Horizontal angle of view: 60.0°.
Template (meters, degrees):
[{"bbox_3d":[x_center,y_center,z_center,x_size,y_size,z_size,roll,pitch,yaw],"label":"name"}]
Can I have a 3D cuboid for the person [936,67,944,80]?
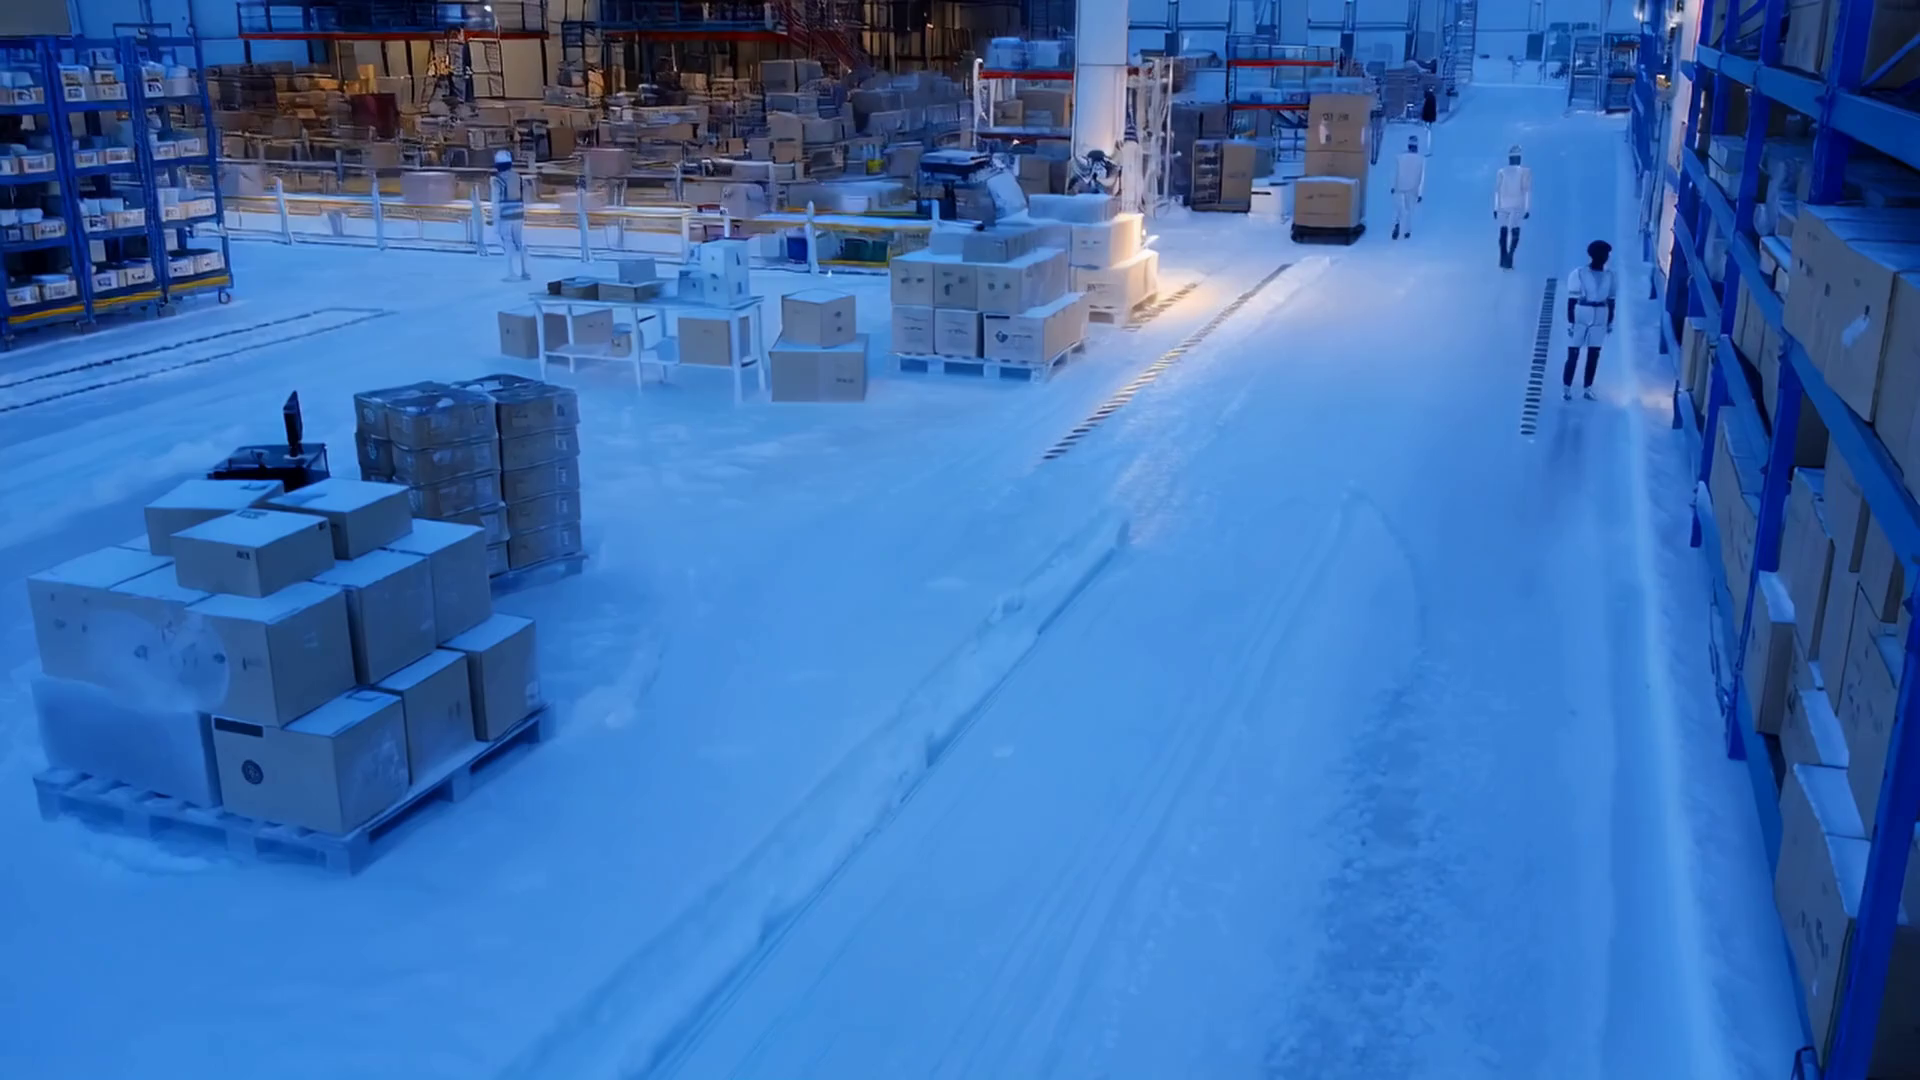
[{"bbox_3d":[-0.753,-16.326,60.936,0.367,1.966,0.607,-2,18,-6],"label":"person"}]

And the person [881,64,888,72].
[{"bbox_3d":[-3.309,-18.360,67.519,1.002,1.871,0.558,3,18,8],"label":"person"}]

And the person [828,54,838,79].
[{"bbox_3d":[-6.214,-22.862,81.609,0.572,1.883,0.355,10,20,28],"label":"person"}]

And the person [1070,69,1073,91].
[{"bbox_3d":[5.277,-20.896,75.540,0.825,1.824,0.519,2,18,5],"label":"person"}]

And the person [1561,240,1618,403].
[{"bbox_3d":[6.500,-2.252,17.169,0.533,1.689,0.333,-1,18,-3],"label":"person"}]

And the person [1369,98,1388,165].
[{"bbox_3d":[11.051,-10.845,44.111,0.521,1.726,0.901,7,19,21],"label":"person"}]

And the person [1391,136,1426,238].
[{"bbox_3d":[7.946,-6.255,29.557,0.602,1.811,0.763,7,19,20],"label":"person"}]

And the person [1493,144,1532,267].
[{"bbox_3d":[8.667,-5.238,26.162,0.570,1.924,0.598,8,19,23],"label":"person"}]

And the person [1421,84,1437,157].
[{"bbox_3d":[13.004,-11.635,46.151,0.377,1.995,0.608,9,20,26],"label":"person"}]

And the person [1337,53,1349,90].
[{"bbox_3d":[19.633,-24.004,85.221,0.677,1.863,0.652,7,19,20],"label":"person"}]

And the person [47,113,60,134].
[{"bbox_3d":[-29.904,-14.382,54.702,0.611,2.042,0.394,-15,23,-39],"label":"person"}]

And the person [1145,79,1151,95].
[{"bbox_3d":[6.379,-14.989,57.195,0.323,1.690,0.536,-6,19,-19],"label":"person"}]

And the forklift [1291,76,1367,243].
[{"bbox_3d":[6.598,-6.755,29.381,1.129,2.768,1.873,6,19,19],"label":"forklift"}]

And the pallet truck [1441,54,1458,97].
[{"bbox_3d":[22.765,-21.886,78.355,0.823,1.965,1.885,-4,18,-14],"label":"pallet truck"}]

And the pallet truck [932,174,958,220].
[{"bbox_3d":[-0.507,-5.292,27.348,0.653,1.274,1.630,6,19,19],"label":"pallet truck"}]

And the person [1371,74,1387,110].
[{"bbox_3d":[13.098,-13.673,52.481,0.535,2.000,0.686,-5,18,-16],"label":"person"}]

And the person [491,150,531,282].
[{"bbox_3d":[-6.752,-4.845,24.916,0.425,1.938,0.603,11,21,31],"label":"person"}]

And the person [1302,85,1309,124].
[{"bbox_3d":[11.201,-13.839,53.687,0.505,1.622,0.343,-11,21,-31],"label":"person"}]

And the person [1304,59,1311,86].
[{"bbox_3d":[16.210,-21.785,78.193,0.834,1.915,0.636,-5,18,-16],"label":"person"}]

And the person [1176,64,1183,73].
[{"bbox_3d":[8.642,-17.961,66.196,0.663,1.898,0.594,-1,18,-3],"label":"person"}]

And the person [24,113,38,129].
[{"bbox_3d":[-31.796,-14.919,56.611,0.636,1.911,0.405,-9,20,-26],"label":"person"}]
